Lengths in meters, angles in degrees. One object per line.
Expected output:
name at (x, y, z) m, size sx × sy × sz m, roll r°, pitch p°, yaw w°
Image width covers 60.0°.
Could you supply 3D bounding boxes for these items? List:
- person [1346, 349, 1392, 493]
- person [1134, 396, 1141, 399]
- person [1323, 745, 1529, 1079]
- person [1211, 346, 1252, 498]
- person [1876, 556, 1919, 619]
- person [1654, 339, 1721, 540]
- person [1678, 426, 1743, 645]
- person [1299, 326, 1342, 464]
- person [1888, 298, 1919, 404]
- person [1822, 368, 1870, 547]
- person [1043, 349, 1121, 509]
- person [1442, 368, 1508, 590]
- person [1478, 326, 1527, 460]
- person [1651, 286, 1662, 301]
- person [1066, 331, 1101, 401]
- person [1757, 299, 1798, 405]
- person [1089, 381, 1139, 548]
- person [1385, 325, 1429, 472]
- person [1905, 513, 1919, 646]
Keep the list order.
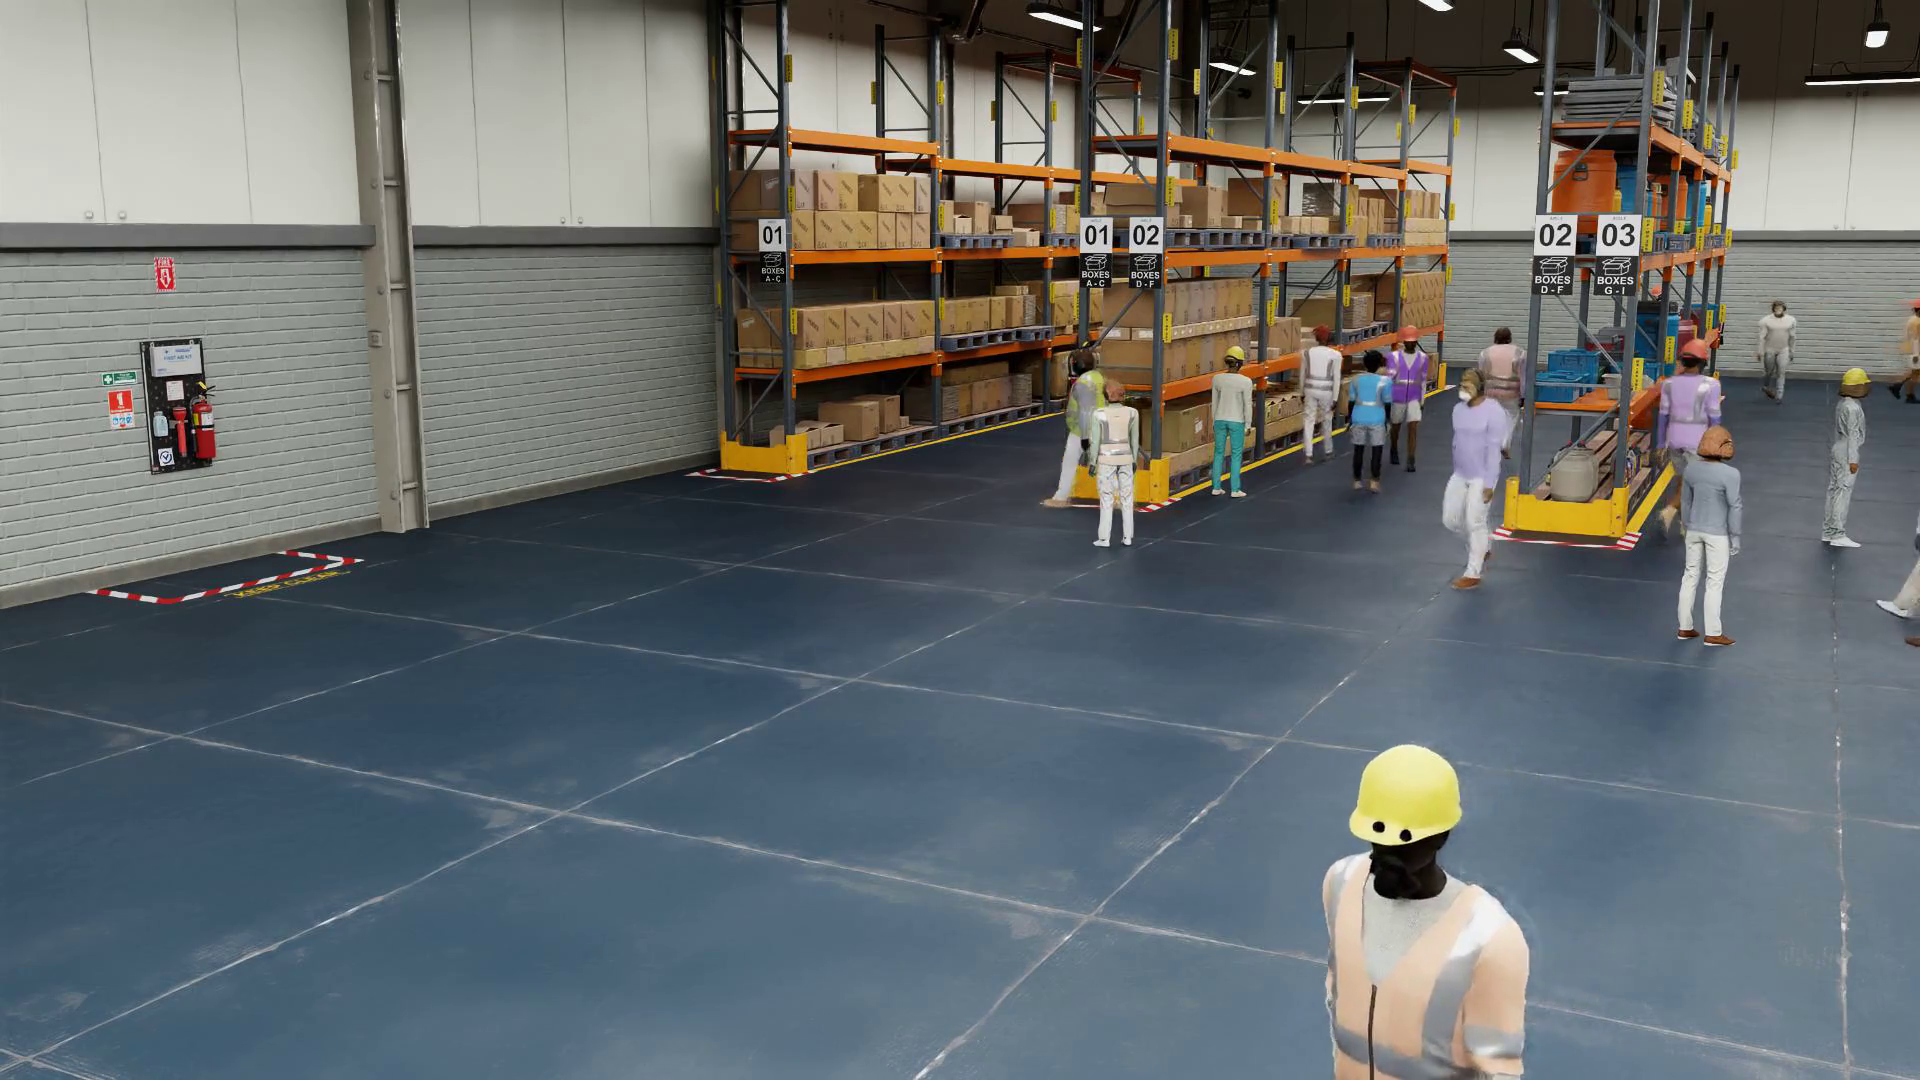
person at (4.847, -1.407, 19.701) m, size 0.541 × 1.696 × 0.317 m, roll 6°, pitch 12°, yaw 31°
person at (3.042, -2.809, 27.159) m, size 0.525 × 1.769 × 0.310 m, roll 5°, pitch 12°, yaw 26°
person at (1.080, 1.390, 3.992) m, size 1.050 × 1.873 × 0.602 m, roll -8°, pitch 13°, yaw -38°
person at (3.159, -1.371, 19.342) m, size 0.518 × 1.757 × 0.339 m, roll 7°, pitch 12°, yaw 33°
person at (7.682, -0.112, 12.915) m, size 0.541 × 1.584 × 0.874 m, roll -6°, pitch 12°, yaw -29°
person at (7.194, -0.983, 16.515) m, size 0.850 × 2.024 × 0.618 m, roll -7°, pitch 12°, yaw -32°
person at (5.583, -0.035, 12.379) m, size 0.286 × 1.636 × 0.499 m, roll -5°, pitch 12°, yaw -27°
person at (4.813, -1.946, 22.275) m, size 0.593 × 1.831 × 0.985 m, roll 5°, pitch 11°, yaw 25°
person at (17.205, -3.416, 30.043) m, size 0.499 × 1.918 × 0.560 m, roll 5°, pitch 12°, yaw 26°
person at (8.715, -0.812, 16.320) m, size 0.282 × 1.746 × 0.493 m, roll 2°, pitch 11°, yaw 12°
person at (1.438, -1.219, 18.432) m, size 0.970 × 1.797 × 0.627 m, roll 5°, pitch 12°, yaw 26°
person at (4.431, -0.523, 14.271) m, size 0.482 × 1.919 × 0.623 m, roll -5°, pitch 12°, yaw -26°
person at (7.257, -1.951, 22.311) m, size 0.648 × 1.823 × 0.451 m, roll 5°, pitch 11°, yaw 23°
person at (14.429, -4.256, 34.435) m, size 0.392 × 1.989 × 0.610 m, roll 6°, pitch 12°, yaw 31°
person at (1.620, -1.798, 21.441) m, size 0.522 × 1.834 × 0.409 m, roll 4°, pitch 11°, yaw 22°
person at (14.788, -3.428, 30.187) m, size 0.660 × 1.907 × 0.835 m, roll 3°, pitch 11°, yaw 15°
person at (1.499, -0.733, 16.184) m, size 0.514 × 1.639 × 0.309 m, roll -3°, pitch 11°, yaw -17°
person at (5.810, -1.867, 21.727) m, size 0.555 × 1.898 × 0.986 m, roll 1°, pitch 10°, yaw 7°
person at (7.231, -0.118, 12.123) m, size 0.658 × 1.891 × 0.471 m, roll -5°, pitch 12°, yaw -26°
